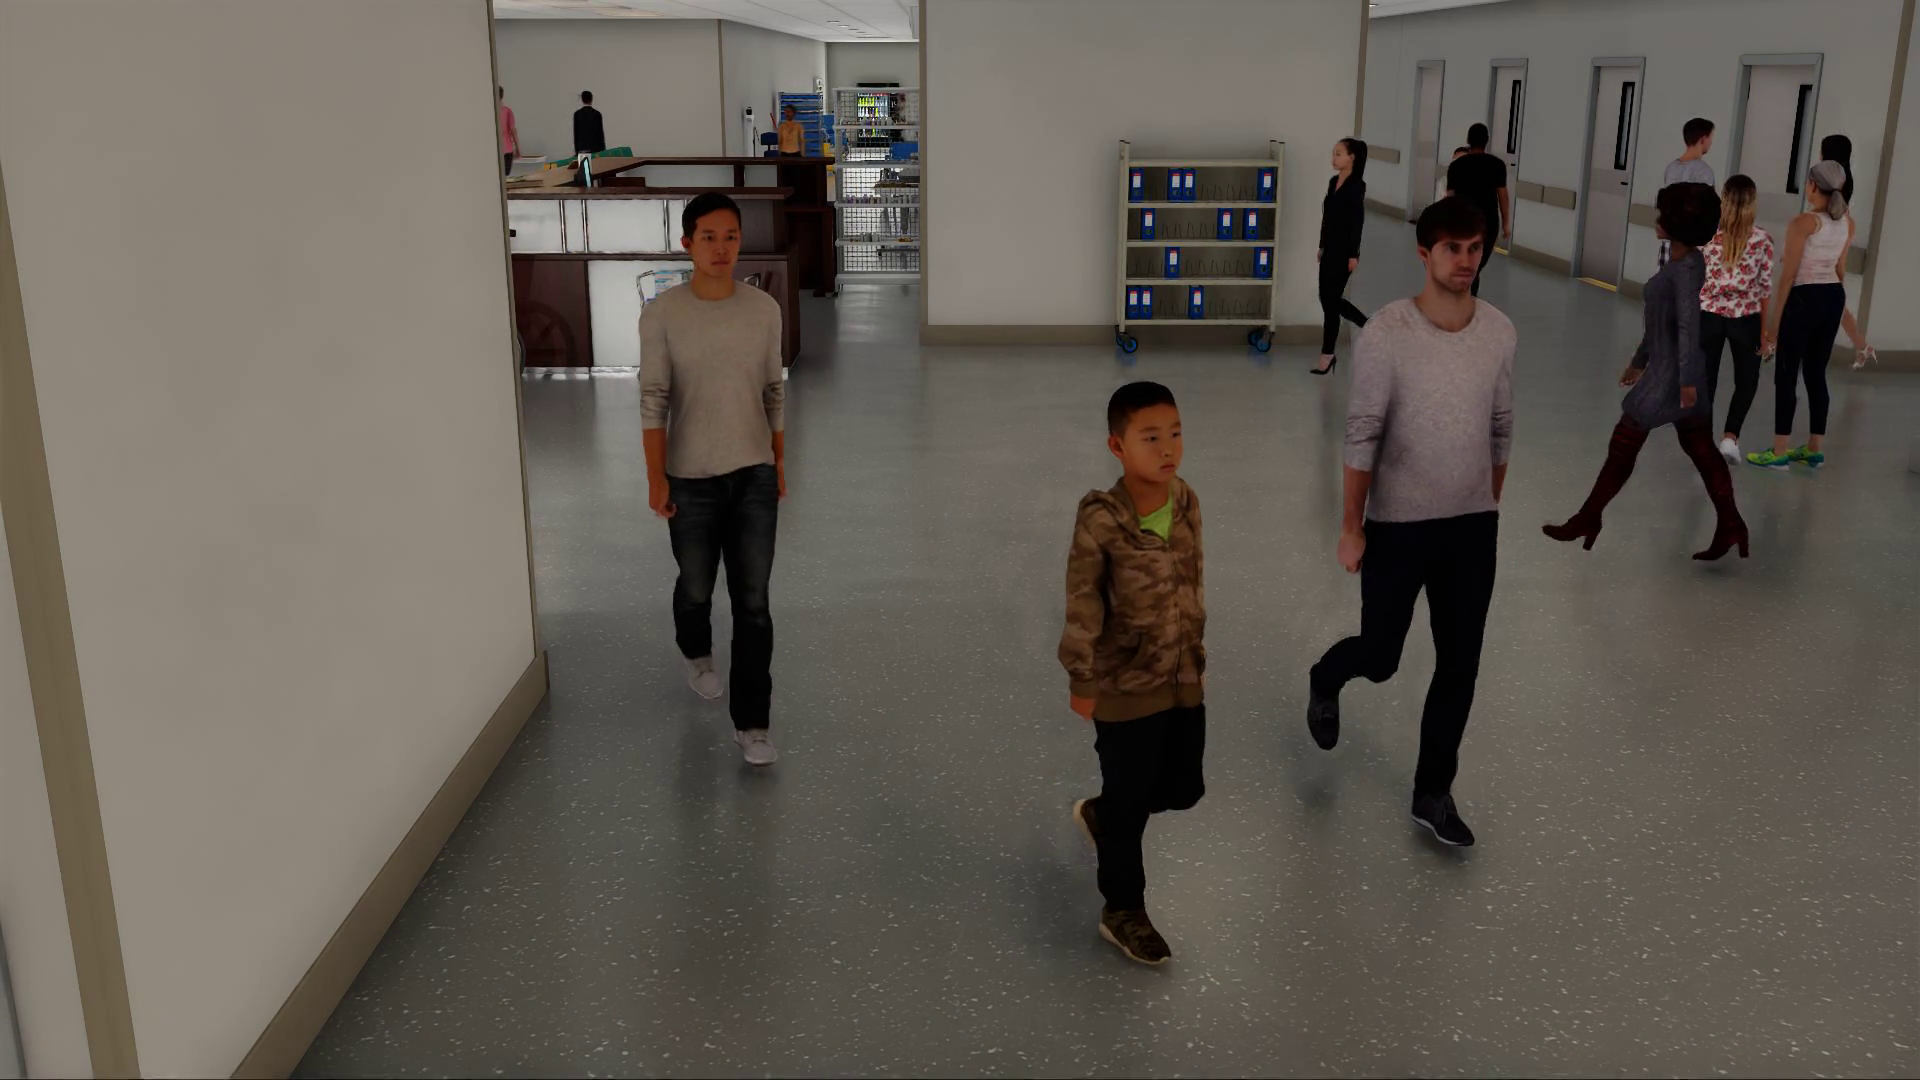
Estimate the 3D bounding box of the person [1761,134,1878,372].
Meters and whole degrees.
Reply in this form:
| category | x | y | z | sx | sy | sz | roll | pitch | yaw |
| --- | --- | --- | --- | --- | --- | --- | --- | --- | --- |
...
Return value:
| category | x | y | z | sx | sy | sz | roll | pitch | yaw |
| --- | --- | --- | --- | --- | --- | --- | --- | --- | --- |
| person | 6.333 | -2.018 | 12.033 | 1.077 | 1.677 | 1.100 | -14 | 21 | -41 |

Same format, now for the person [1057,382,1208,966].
| category | x | y | z | sx | sy | sz | roll | pitch | yaw |
| --- | --- | --- | --- | --- | --- | --- | --- | --- | --- |
| person | 0.419 | 0.314 | 4.186 | 0.787 | 1.446 | 0.830 | -11 | 19 | -33 |

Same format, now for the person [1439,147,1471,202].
| category | x | y | z | sx | sy | sz | roll | pitch | yaw |
| --- | --- | --- | --- | --- | --- | --- | --- | --- | --- |
| person | 4.943 | -3.138 | 16.448 | 0.941 | 1.437 | 0.770 | 3 | 16 | 10 |

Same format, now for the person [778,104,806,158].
| category | x | y | z | sx | sy | sz | roll | pitch | yaw |
| --- | --- | --- | --- | --- | --- | --- | --- | --- | --- |
| person | -2.728 | -6.214 | 26.972 | 0.854 | 1.646 | 0.700 | 2 | 16 | 6 |

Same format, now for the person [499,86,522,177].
| category | x | y | z | sx | sy | sz | roll | pitch | yaw |
| --- | --- | --- | --- | --- | --- | --- | --- | --- | --- |
| person | -7.036 | -5.898 | 25.356 | 1.081 | 1.915 | 0.751 | 1 | 16 | 2 |

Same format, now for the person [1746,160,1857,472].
| category | x | y | z | sx | sy | sz | roll | pitch | yaw |
| --- | --- | --- | --- | --- | --- | --- | --- | --- | --- |
| person | 4.733 | -1.241 | 9.237 | 0.586 | 1.698 | 0.732 | -6 | 17 | -20 |

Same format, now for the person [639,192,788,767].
| category | x | y | z | sx | sy | sz | roll | pitch | yaw |
| --- | --- | --- | --- | --- | --- | --- | --- | --- | --- |
| person | -0.836 | -0.221 | 5.488 | 1.183 | 1.770 | 0.961 | -6 | 17 | -19 |

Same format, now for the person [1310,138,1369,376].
| category | x | y | z | sx | sy | sz | roll | pitch | yaw |
| --- | --- | --- | --- | --- | --- | --- | --- | --- | --- |
| person | 2.818 | -2.047 | 12.097 | 0.957 | 1.699 | 0.745 | -5 | 16 | -16 |

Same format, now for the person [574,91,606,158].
| category | x | y | z | sx | sy | sz | roll | pitch | yaw |
| --- | --- | --- | --- | --- | --- | --- | --- | --- | --- |
| person | -6.029 | -6.346 | 27.056 | 0.568 | 1.855 | 0.708 | -1 | 16 | -2 |

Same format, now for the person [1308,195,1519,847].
| category | x | y | z | sx | sy | sz | roll | pitch | yaw |
| --- | --- | --- | --- | --- | --- | --- | --- | --- | --- |
| person | 1.317 | -0.068 | 4.852 | 1.036 | 1.821 | 0.872 | -3 | 16 | -11 |

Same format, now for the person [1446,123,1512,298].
| category | x | y | z | sx | sy | sz | roll | pitch | yaw |
| --- | --- | --- | --- | --- | --- | --- | --- | --- | --- |
| person | 4.258 | -2.545 | 13.843 | 1.196 | 1.709 | 1.144 | 11 | 19 | 34 |

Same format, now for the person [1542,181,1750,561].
| category | x | y | z | sx | sy | sz | roll | pitch | yaw |
| --- | --- | --- | --- | --- | --- | --- | --- | --- | --- |
| person | 3.229 | -0.684 | 7.320 | 1.172 | 1.667 | 0.907 | 8 | 17 | 25 |

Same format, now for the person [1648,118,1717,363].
| category | x | y | z | sx | sy | sz | roll | pitch | yaw |
| --- | --- | --- | --- | --- | --- | --- | --- | --- | --- |
| person | 5.261 | -2.122 | 12.087 | 0.636 | 1.848 | 0.683 | -5 | 16 | -17 |

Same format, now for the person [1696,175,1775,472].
| category | x | y | z | sx | sy | sz | roll | pitch | yaw |
| --- | --- | --- | --- | --- | --- | --- | --- | --- | --- |
| person | 4.180 | -1.154 | 9.067 | 0.690 | 1.624 | 0.770 | 7 | 17 | 24 |
